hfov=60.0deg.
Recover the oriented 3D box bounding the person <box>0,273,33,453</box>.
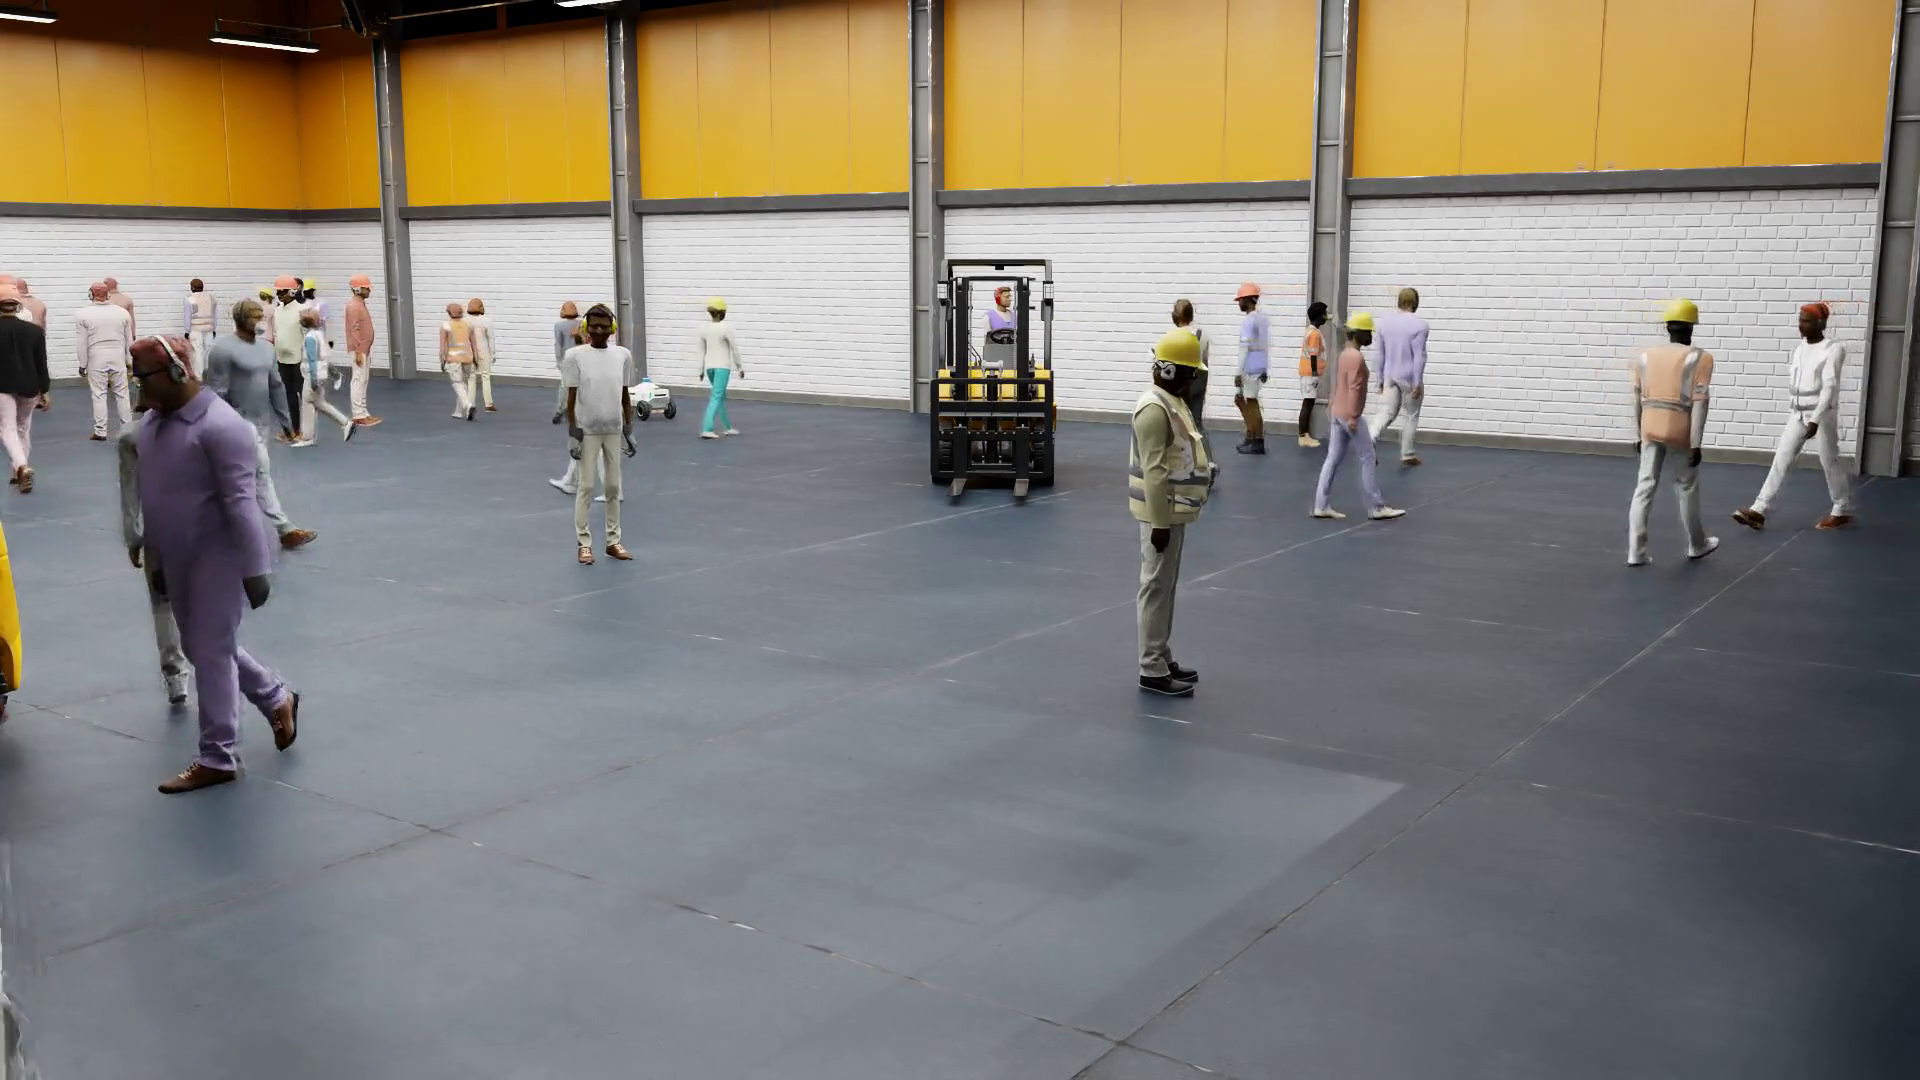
[{"bbox_3d":[-10.768,-1.996,18.774,0.623,2.026,0.615,8,12,39],"label":"person"}]

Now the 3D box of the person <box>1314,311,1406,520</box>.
[{"bbox_3d":[3.353,-1.018,13.832,0.818,1.735,0.561,0,10,0],"label":"person"}]

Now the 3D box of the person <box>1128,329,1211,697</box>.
[{"bbox_3d":[1.052,-0.141,8.353,0.403,1.823,0.586,2,10,14],"label":"person"}]

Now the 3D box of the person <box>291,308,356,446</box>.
[{"bbox_3d":[-7.484,-1.897,19.440,0.655,1.625,0.516,-2,10,-9],"label":"person"}]

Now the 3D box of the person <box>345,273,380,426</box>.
[{"bbox_3d":[-7.856,-2.494,21.856,0.400,1.991,0.621,-1,10,-7],"label":"person"}]

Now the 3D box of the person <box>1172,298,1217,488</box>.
[{"bbox_3d":[2.176,-1.390,15.828,0.519,1.819,0.835,-3,10,-17],"label":"person"}]

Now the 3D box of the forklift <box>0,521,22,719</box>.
[{"bbox_3d":[-5.296,-0.090,6.943,1.214,2.155,2.313,7,12,35],"label":"forklift"}]

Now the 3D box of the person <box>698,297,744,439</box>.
[{"bbox_3d":[-2.959,-2.106,20.379,0.531,1.757,0.683,7,12,34],"label":"person"}]

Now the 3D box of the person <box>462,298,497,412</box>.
[{"bbox_3d":[-6.899,-2.646,23.831,0.500,1.633,0.285,0,10,3],"label":"person"}]

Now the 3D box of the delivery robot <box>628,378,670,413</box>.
[{"bbox_3d":[-4.280,-1.974,22.759,0.477,0.478,0.707,-8,12,-40],"label":"delivery robot"}]

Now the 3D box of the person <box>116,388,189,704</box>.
[{"bbox_3d":[-3.695,-0.020,7.929,0.521,1.718,0.479,-3,10,-18],"label":"person"}]

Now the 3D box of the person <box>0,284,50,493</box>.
[{"bbox_3d":[-8.900,-1.424,15.653,0.628,1.958,0.954,-9,13,-43],"label":"person"}]

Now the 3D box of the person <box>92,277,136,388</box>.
[{"bbox_3d":[-14.310,-3.503,28.163,0.651,1.890,0.576,-5,11,-27],"label":"person"}]

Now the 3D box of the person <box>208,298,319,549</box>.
[{"bbox_3d":[-5.334,-0.874,12.560,1.035,1.878,0.652,2,10,12],"label":"person"}]

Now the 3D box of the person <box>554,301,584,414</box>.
[{"bbox_3d":[-5.408,-2.541,23.258,0.504,1.606,0.760,-5,11,-28],"label":"person"}]

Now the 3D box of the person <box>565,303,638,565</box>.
[{"bbox_3d":[-2.564,-0.763,11.939,0.519,1.865,0.335,-6,11,-33],"label":"person"}]

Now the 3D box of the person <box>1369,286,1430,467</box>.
[{"bbox_3d":[4.529,-1.673,17.245,0.812,1.915,0.628,-8,12,-39],"label":"person"}]

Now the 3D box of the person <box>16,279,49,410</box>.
[{"bbox_3d":[-13.550,-2.827,24.120,0.407,1.902,0.639,3,10,18],"label":"person"}]

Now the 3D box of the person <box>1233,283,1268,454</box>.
[{"bbox_3d":[3.246,-1.910,18.621,0.520,1.909,0.682,5,11,26],"label":"person"}]

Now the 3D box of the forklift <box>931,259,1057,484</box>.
[{"bbox_3d":[0.370,-1.738,16.759,1.214,2.155,2.313,1,10,3],"label":"forklift"}]

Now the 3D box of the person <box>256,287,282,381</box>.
[{"bbox_3d":[-11.393,-3.289,27.388,0.546,1.707,0.887,1,10,7],"label":"person"}]

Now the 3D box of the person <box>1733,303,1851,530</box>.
[{"bbox_3d":[6.739,-0.964,13.247,1.028,1.823,0.579,-3,10,-15],"label":"person"}]

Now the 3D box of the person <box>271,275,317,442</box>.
[{"bbox_3d":[-7.988,-2.166,19.896,0.618,1.993,0.396,5,11,29],"label":"person"}]

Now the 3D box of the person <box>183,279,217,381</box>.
[{"bbox_3d":[-13.683,-3.775,29.939,0.429,1.844,0.627,6,11,33],"label":"person"}]

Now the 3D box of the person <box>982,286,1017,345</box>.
[{"bbox_3d":[0.499,-2.210,20.592,0.385,1.849,0.569,9,13,42],"label":"person"}]

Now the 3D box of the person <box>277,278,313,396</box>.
[{"bbox_3d":[-10.701,-3.279,26.823,0.604,1.896,0.622,-8,13,-41],"label":"person"}]

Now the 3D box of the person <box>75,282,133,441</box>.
[{"bbox_3d":[-10.326,-2.153,20.086,0.410,1.909,0.643,9,13,44],"label":"person"}]

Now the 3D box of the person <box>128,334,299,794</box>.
[{"bbox_3d":[-3.109,0.067,6.998,0.707,1.870,0.752,6,11,31],"label":"person"}]

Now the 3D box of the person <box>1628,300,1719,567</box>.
[{"bbox_3d":[5.108,-0.760,11.881,0.958,1.877,0.594,-8,12,-39],"label":"person"}]

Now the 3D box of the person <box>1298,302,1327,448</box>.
[{"bbox_3d":[4.099,-1.920,19.349,0.321,1.691,0.532,2,10,9],"label":"person"}]

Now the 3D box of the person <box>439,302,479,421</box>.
[{"bbox_3d":[-6.773,-2.425,22.580,0.523,1.608,0.765,-9,13,-42],"label":"person"}]

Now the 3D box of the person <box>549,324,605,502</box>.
[{"bbox_3d":[-3.425,-1.141,15.010,0.884,1.586,0.515,4,10,23],"label":"person"}]

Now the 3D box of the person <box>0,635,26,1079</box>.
[{"bbox_3d":[-1.280,0.924,1.948,0.353,1.853,0.672,-1,10,-5],"label":"person"}]

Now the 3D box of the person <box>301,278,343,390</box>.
[{"bbox_3d":[-10.444,-3.317,27.072,0.600,1.895,0.672,4,10,21],"label":"person"}]

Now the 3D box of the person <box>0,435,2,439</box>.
[{"bbox_3d":[-11.718,-2.147,20.260,0.428,1.840,0.624,0,10,-1],"label":"person"}]
